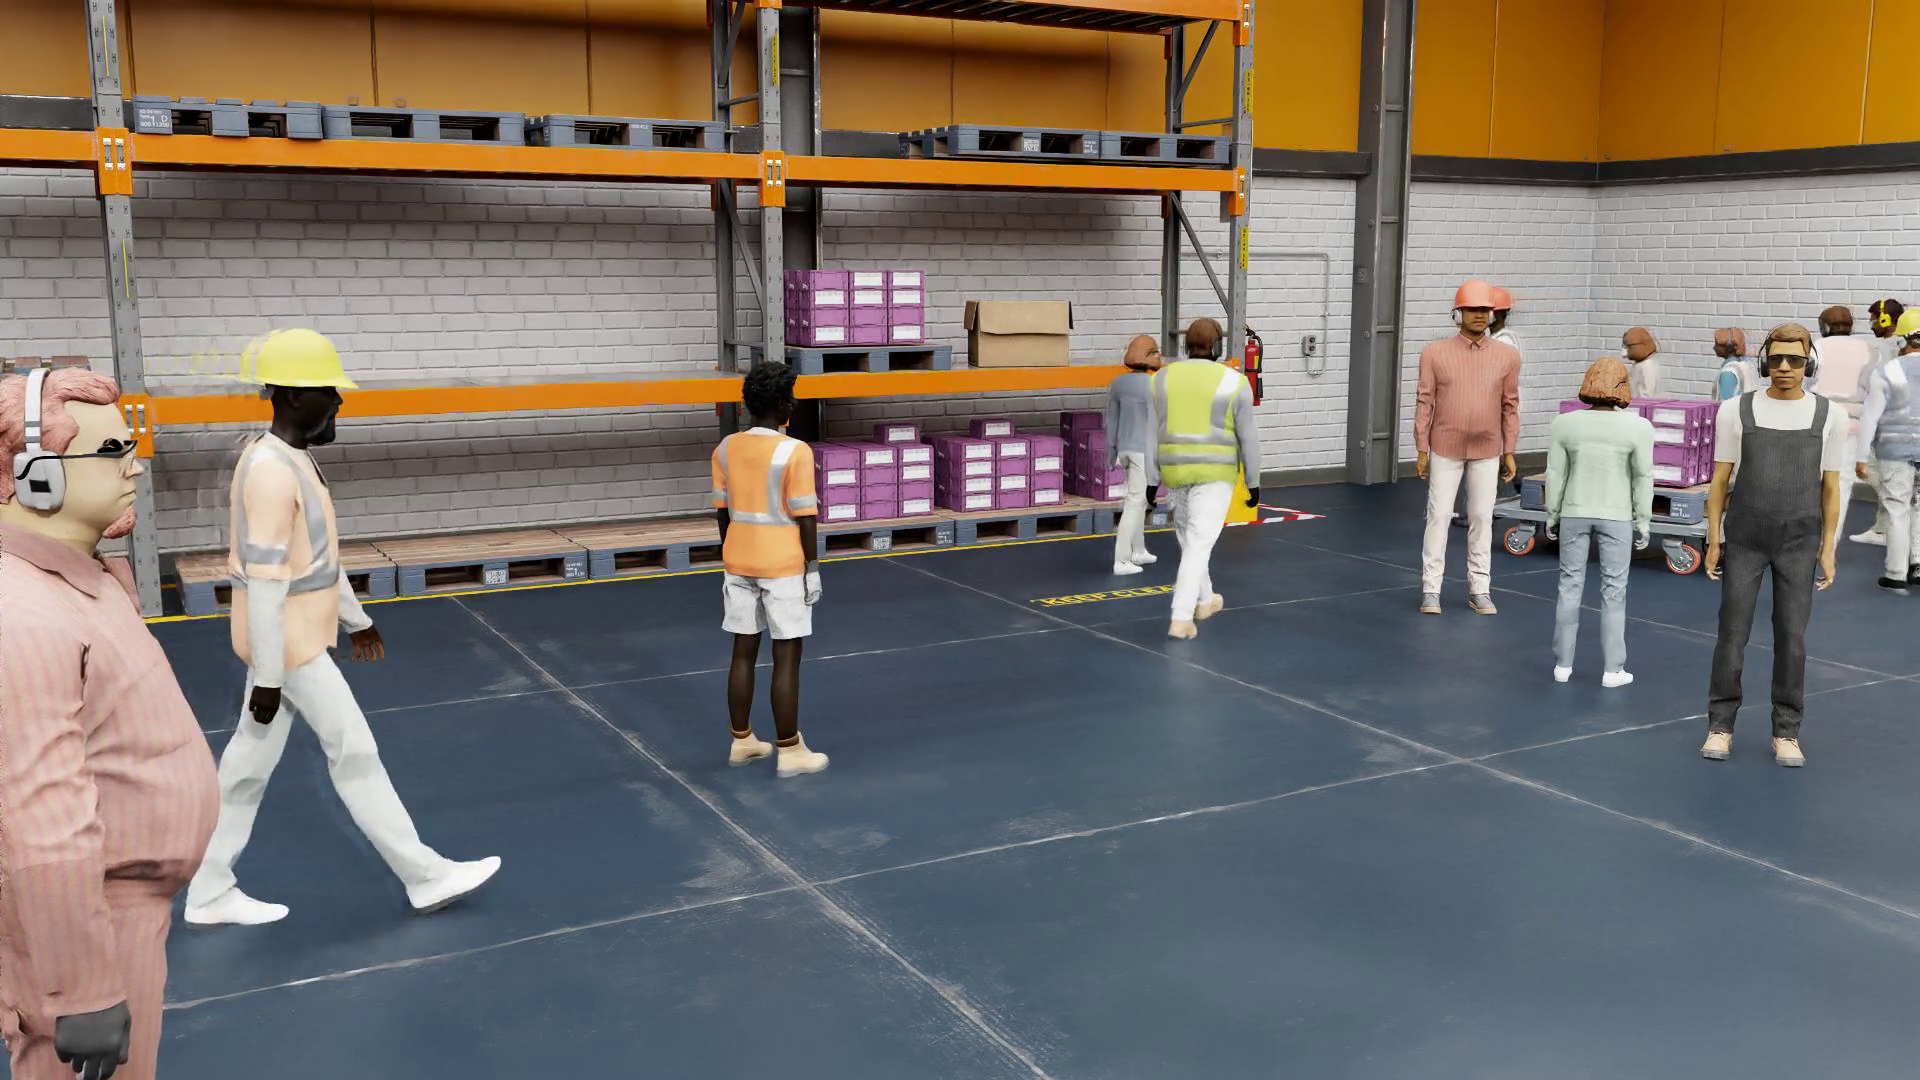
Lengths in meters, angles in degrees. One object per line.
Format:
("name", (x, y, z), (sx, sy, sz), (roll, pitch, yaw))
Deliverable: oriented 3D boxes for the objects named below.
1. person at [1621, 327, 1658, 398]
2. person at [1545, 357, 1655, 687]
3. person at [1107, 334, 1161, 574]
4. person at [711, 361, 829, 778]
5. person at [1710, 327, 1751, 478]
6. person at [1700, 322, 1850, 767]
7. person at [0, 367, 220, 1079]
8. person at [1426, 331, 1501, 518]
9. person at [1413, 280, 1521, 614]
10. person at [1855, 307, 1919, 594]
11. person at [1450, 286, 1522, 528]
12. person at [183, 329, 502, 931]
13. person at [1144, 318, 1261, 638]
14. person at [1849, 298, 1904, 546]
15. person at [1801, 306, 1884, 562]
("person", (5.268, -0.853, 13.015), (0.685, 1.602, 0.551), (2, 10, 13))
("person", (3.161, -0.088, 8.250), (0.508, 1.632, 0.271), (6, 11, 32))
("person", (1.265, -0.583, 11.305), (0.675, 1.612, 0.498), (-7, 12, -36))
("person", (-0.777, 0.116, 6.810), (0.540, 1.696, 0.317), (7, 12, 36))
("person", (5.771, -0.793, 12.554), (0.370, 1.621, 0.534), (6, 11, 33))
("person", (3.387, 0.022, 6.940), (0.507, 1.846, 0.345), (4, 10, 21))
("person", (-1.484, 0.660, 2.866), (0.408, 1.908, 0.646), (-5, 10, -27))
("person", (4.242, -1.080, 13.707), (0.862, 1.826, 0.537), (-3, 10, -15))
("person", (3.023, -0.546, 9.939), (0.614, 1.997, 0.374), (1, 9, 5))
("person", (6.022, -0.563, 10.579), (0.624, 1.815, 0.460), (0, 9, 2))
("person", (4.267, -1.038, 13.147), (0.629, 1.920, 0.564), (2, 10, 12))
("person", (-1.990, 0.294, 5.184), (0.992, 1.879, 0.607), (-4, 10, -23))
("person", (1.383, -0.363, 9.476), (0.637, 1.793, 0.981), (5, 11, 29))
("person", (6.919, -0.867, 12.345), (0.561, 1.841, 0.508), (-7, 12, -38))
("person", (6.232, -0.778, 11.964), (0.634, 1.791, 0.898), (3, 10, 17))
